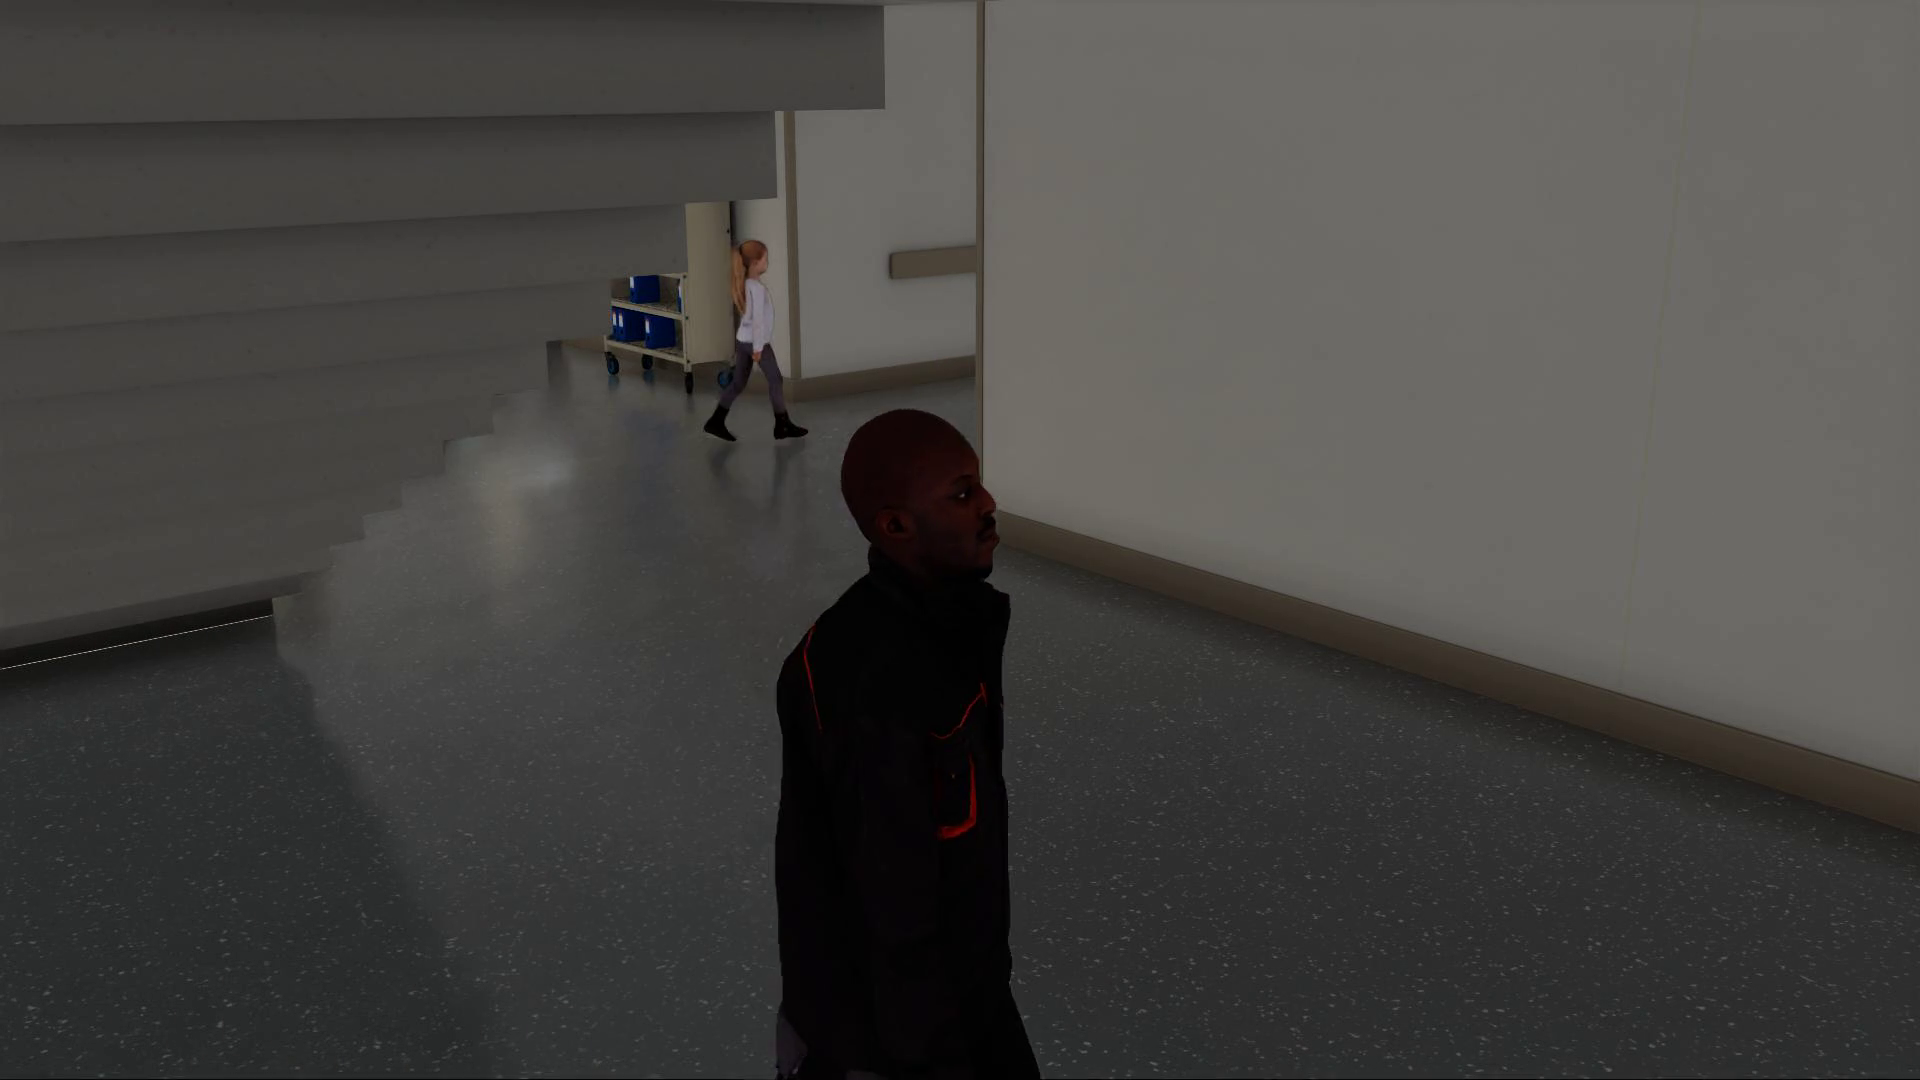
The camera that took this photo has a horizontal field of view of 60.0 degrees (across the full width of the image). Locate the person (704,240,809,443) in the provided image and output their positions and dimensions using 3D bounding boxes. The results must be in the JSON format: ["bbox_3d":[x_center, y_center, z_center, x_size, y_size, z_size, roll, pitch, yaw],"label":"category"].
[{"bbox_3d":[-1.351,-1.222,10.378,0.645,1.263,0.858,-9,18,-29],"label":"person"}]

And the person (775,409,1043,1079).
[{"bbox_3d":[-0.211,0.698,2.598,1.320,1.789,1.208,3,16,10],"label":"person"}]
